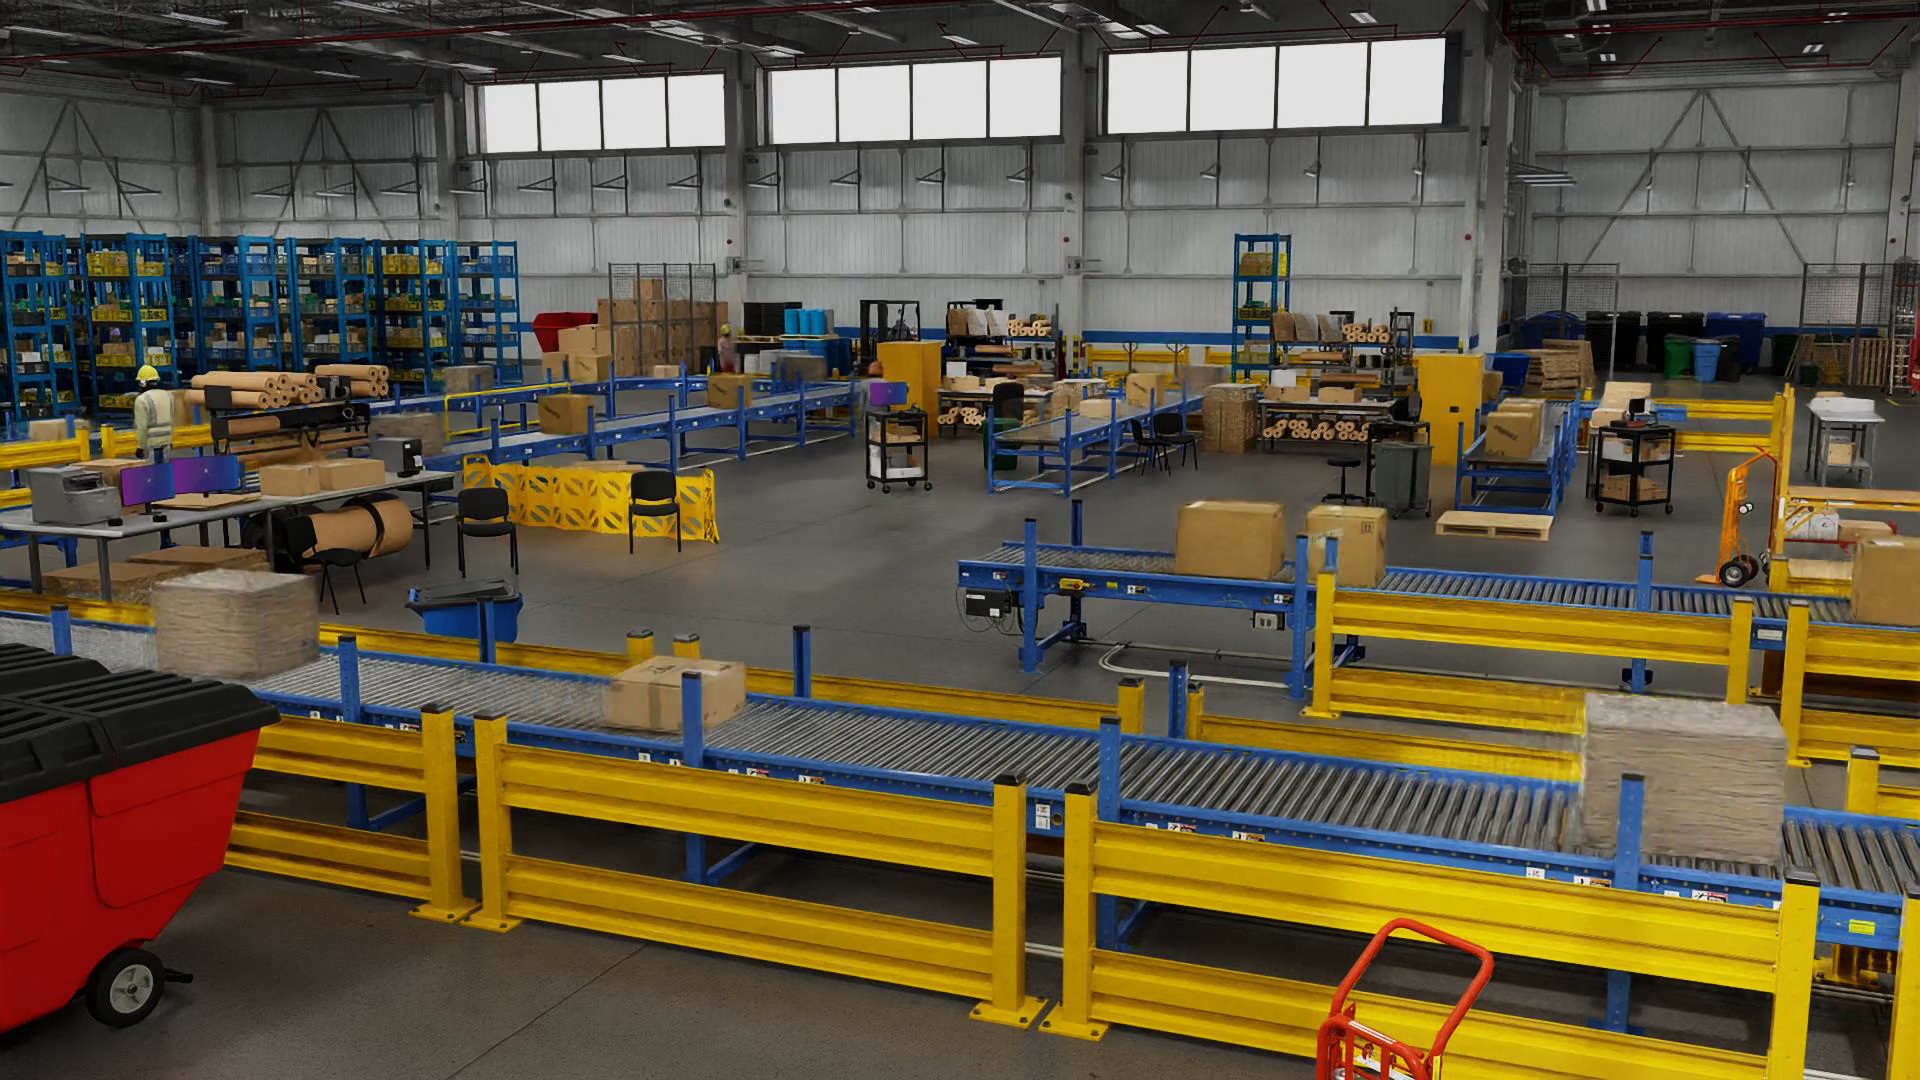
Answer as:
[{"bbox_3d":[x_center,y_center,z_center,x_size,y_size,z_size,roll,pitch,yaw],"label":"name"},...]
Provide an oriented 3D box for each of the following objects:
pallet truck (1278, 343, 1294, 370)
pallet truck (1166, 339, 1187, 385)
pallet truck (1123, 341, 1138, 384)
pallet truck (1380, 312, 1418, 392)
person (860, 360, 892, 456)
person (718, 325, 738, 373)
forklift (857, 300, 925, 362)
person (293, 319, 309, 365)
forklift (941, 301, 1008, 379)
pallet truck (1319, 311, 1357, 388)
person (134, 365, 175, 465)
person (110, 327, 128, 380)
[{"bbox_3d":[7.886,-4.163,39.743,0.653,1.274,1.630,4,10,22],"label":"pallet truck"},{"bbox_3d":[5.418,-4.269,40.420,0.704,1.261,1.522,3,10,20],"label":"pallet truck"},{"bbox_3d":[4.445,-4.380,41.279,0.680,1.201,1.601,4,10,22],"label":"pallet truck"},{"bbox_3d":[10.207,-4.283,38.369,0.823,1.965,1.885,3,10,20],"label":"pallet truck"},{"bbox_3d":[-1.284,-1.893,25.044,0.502,1.619,0.524,2,10,13],"label":"person"},{"bbox_3d":[-5.163,-3.993,37.456,0.348,1.718,0.699,8,12,39],"label":"person"},{"bbox_3d":[-1.732,-5.109,42.468,1.157,1.987,2.680,4,10,22],"label":"forklift"},{"bbox_3d":[-15.937,-4.605,40.340,0.612,1.990,0.392,8,12,41],"label":"person"},{"bbox_3d":[0.365,-4.966,41.571,1.157,1.987,2.680,3,10,20],"label":"forklift"},{"bbox_3d":[9.071,-4.419,39.190,0.823,1.965,1.885,5,10,26],"label":"pallet truck"},{"bbox_3d":[-9.779,-1.198,20.167,0.403,1.835,0.588,2,10,13],"label":"person"},{"bbox_3d":[-19.452,-4.232,38.549,0.566,1.835,0.376,6,11,32],"label":"person"}]
